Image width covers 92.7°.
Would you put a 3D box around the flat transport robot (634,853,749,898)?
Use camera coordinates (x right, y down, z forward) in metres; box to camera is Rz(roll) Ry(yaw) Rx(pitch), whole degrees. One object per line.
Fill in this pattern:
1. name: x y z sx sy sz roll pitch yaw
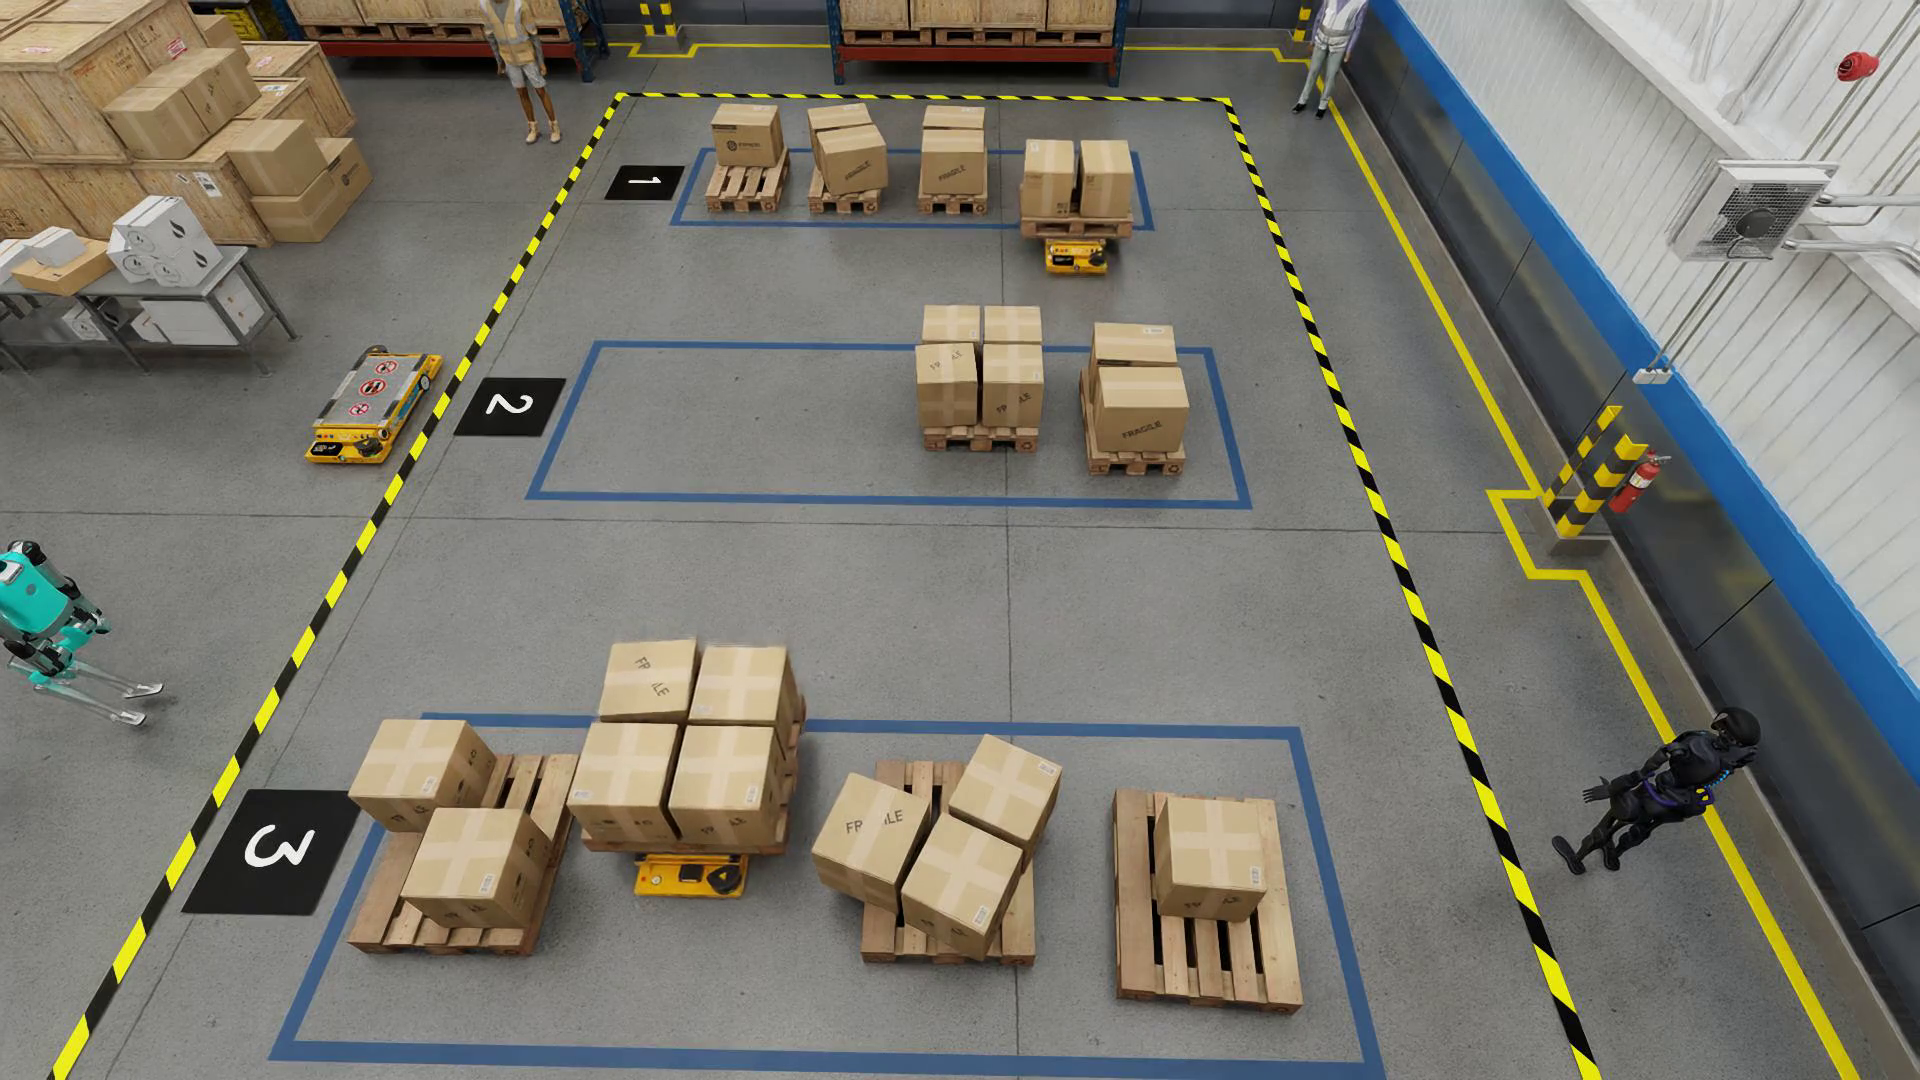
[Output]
1. flat transport robot: -1.650 1.587 6.006 0.652 0.197 1.431 1 50 1

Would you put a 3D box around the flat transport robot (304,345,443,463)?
1. flat transport robot: -5.383 -1.269 8.441 0.659 0.231 1.431 1 50 1

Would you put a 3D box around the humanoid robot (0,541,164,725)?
1. humanoid robot: -5.855 0.605 5.805 0.735 1.677 0.533 0 50 0

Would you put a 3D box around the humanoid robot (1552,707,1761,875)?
1. humanoid robot: 3.955 1.445 5.212 0.599 1.657 0.315 -1 50 -1

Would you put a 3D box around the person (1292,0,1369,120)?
1. person: 4.751 -6.358 11.721 0.586 1.834 0.404 29 56 23

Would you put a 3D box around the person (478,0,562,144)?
1. person: -5.377 -5.877 11.179 0.604 2.044 0.374 -1 50 0

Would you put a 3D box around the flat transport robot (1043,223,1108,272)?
1. flat transport robot: 1.272 -3.503 10.313 0.652 0.197 1.431 1 50 1
